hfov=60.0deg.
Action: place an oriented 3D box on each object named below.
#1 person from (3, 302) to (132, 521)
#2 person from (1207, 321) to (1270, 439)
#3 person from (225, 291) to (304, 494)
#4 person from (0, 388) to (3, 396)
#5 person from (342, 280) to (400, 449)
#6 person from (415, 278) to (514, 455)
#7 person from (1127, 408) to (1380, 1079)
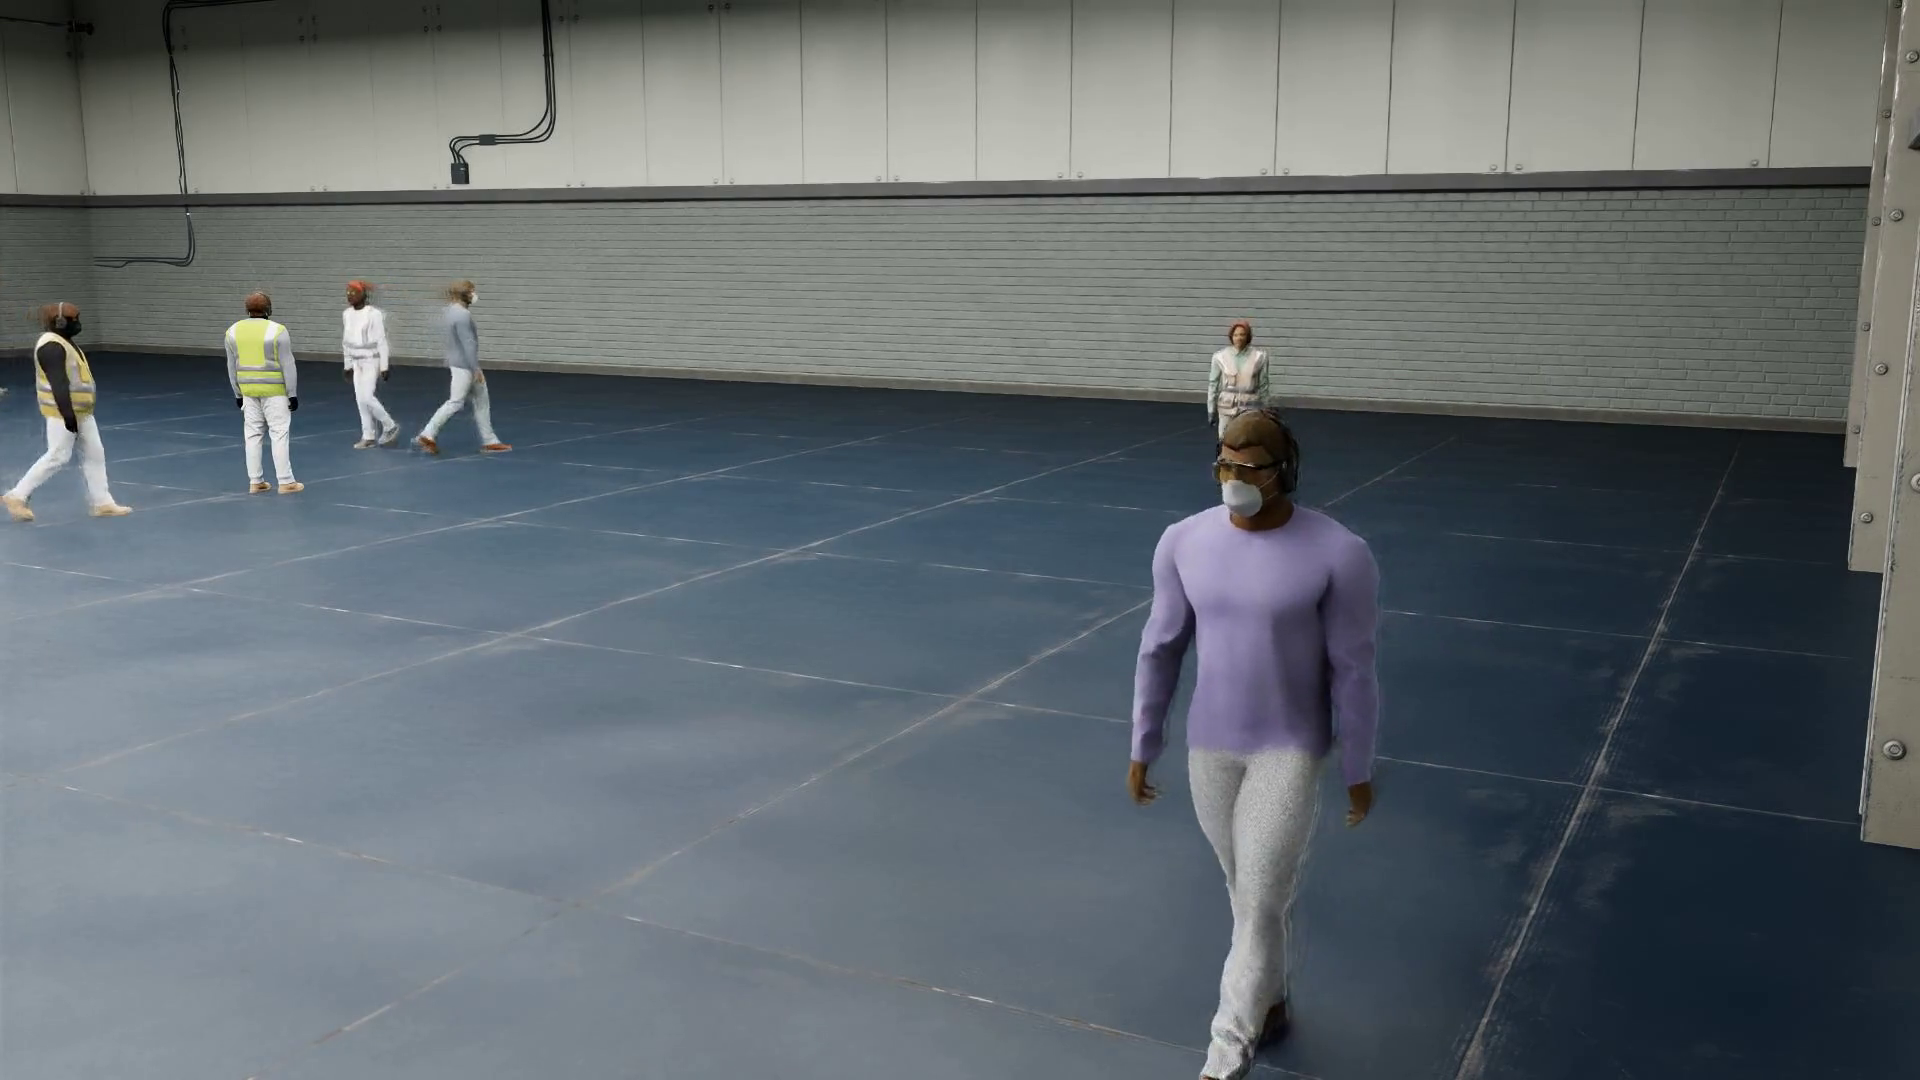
[{"bbox_3d":[-7.453,-1.057,13.751,0.861,1.812,0.629,-2,11,-11],"label":"person"},{"bbox_3d":[2.418,-1.088,14.467,0.538,1.604,0.805,2,11,11],"label":"person"},{"bbox_3d":[-6.330,-1.338,15.181,0.634,1.842,0.429,2,11,9],"label":"person"},{"bbox_3d":[-13.237,-2.662,22.036,0.633,1.977,0.723,10,14,43],"label":"person"},{"bbox_3d":[-6.538,-1.927,18.317,0.587,1.868,0.417,7,12,33],"label":"person"},{"bbox_3d":[-5.372,-1.850,17.838,0.974,1.911,0.634,-3,11,-16],"label":"person"},{"bbox_3d":[0.739,0.597,4.495,0.652,1.888,0.999,8,13,36],"label":"person"}]
